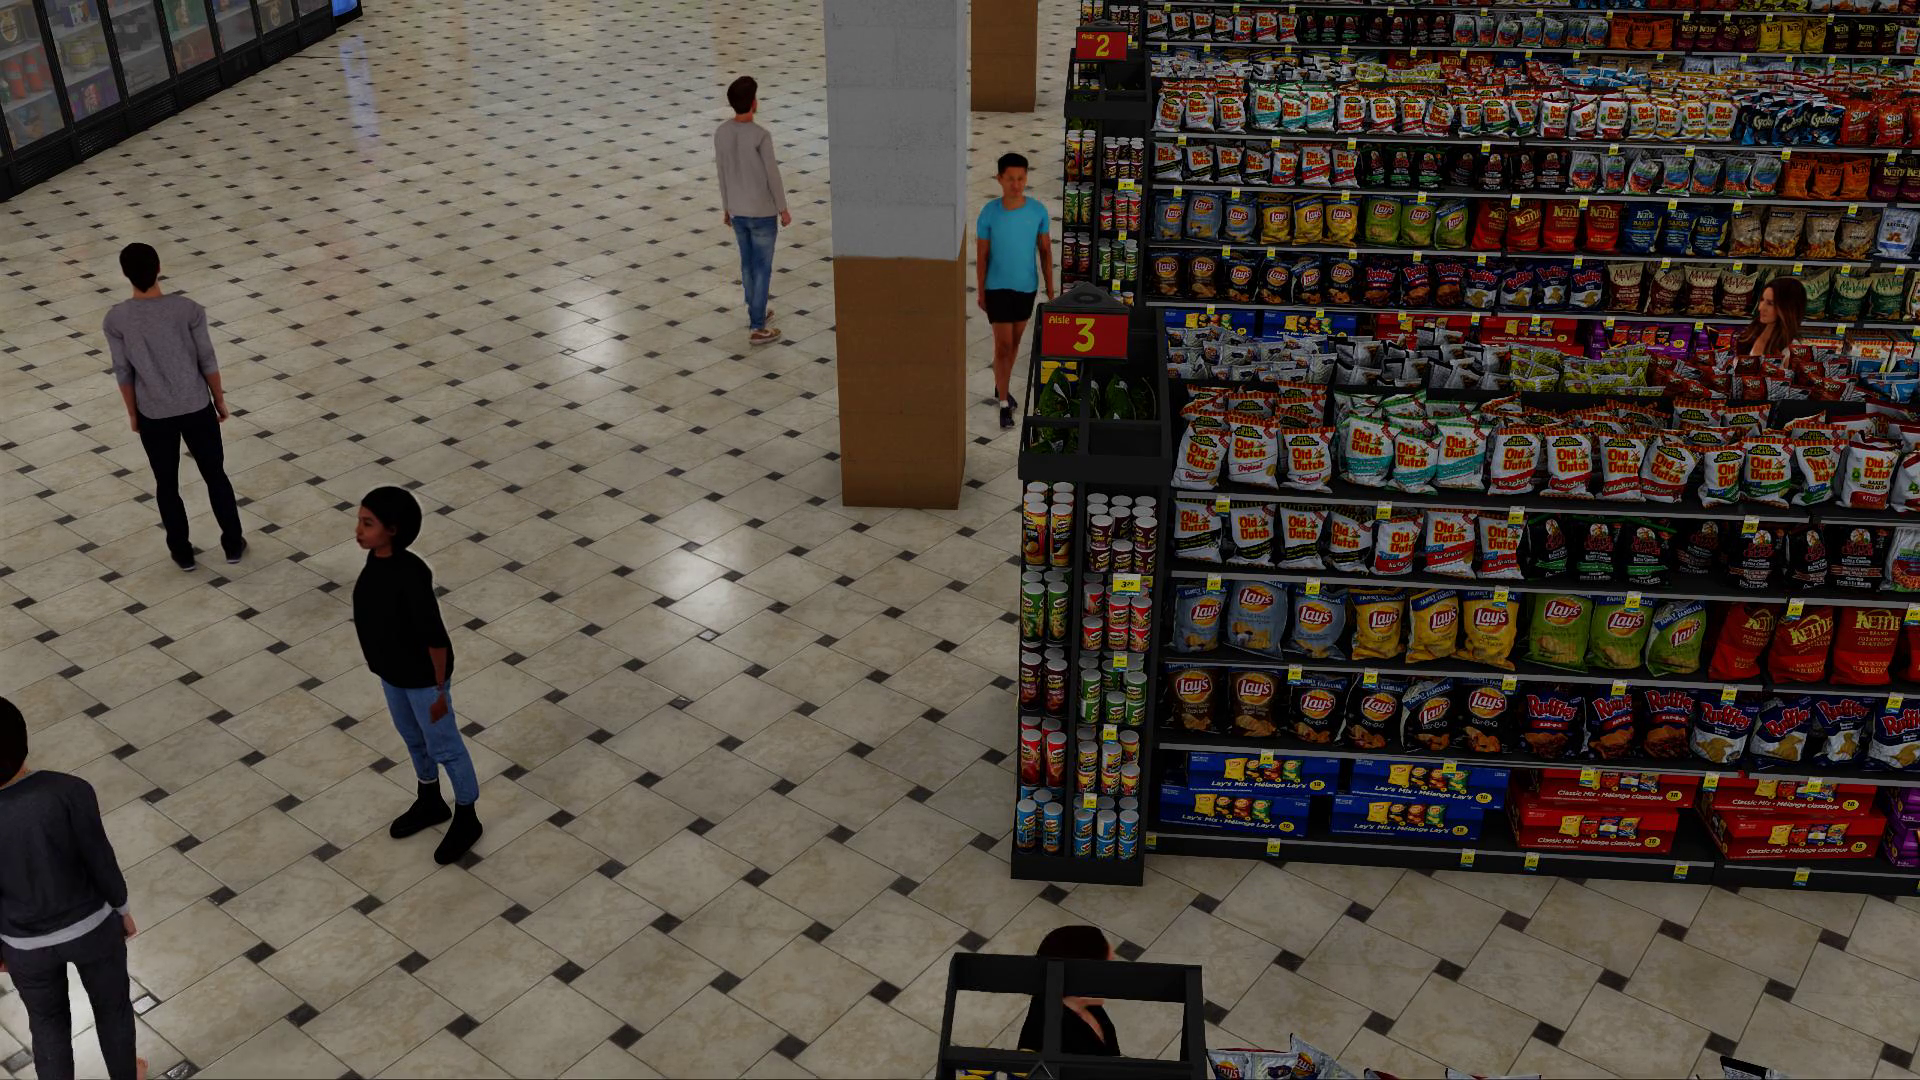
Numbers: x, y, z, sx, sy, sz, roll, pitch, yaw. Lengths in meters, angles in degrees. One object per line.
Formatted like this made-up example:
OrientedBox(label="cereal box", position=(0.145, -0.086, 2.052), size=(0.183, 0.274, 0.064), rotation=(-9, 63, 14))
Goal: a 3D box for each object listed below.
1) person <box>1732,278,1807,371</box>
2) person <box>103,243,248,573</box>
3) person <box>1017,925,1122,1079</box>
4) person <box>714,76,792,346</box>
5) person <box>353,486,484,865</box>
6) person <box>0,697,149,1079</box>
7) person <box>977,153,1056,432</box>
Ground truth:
OrientedBox(label="person", position=(4.116, -0.511, 8.679), size=(0.651, 1.785, 0.672), rotation=(-8, 30, -15))
OrientedBox(label="person", position=(-4.240, -0.708, 8.982), size=(0.652, 1.839, 0.785), rotation=(-13, 31, -22))
OrientedBox(label="person", position=(0.175, 1.764, 4.609), size=(1.089, 1.690, 0.777), rotation=(-3, 29, -6))
OrientedBox(label="person", position=(-1.501, -2.341, 11.907), size=(0.874, 1.903, 0.903), rotation=(15, 32, 26))
OrientedBox(label="person", position=(-2.234, 0.547, 6.829), size=(0.645, 1.701, 0.729), rotation=(22, 36, 35))
OrientedBox(label="person", position=(-2.923, 1.305, 5.387), size=(0.927, 1.752, 0.905), rotation=(-11, 30, -19))
OrientedBox(label="person", position=(0.312, -1.654, 10.806), size=(0.941, 1.751, 0.878), rotation=(-8, 30, -14))
